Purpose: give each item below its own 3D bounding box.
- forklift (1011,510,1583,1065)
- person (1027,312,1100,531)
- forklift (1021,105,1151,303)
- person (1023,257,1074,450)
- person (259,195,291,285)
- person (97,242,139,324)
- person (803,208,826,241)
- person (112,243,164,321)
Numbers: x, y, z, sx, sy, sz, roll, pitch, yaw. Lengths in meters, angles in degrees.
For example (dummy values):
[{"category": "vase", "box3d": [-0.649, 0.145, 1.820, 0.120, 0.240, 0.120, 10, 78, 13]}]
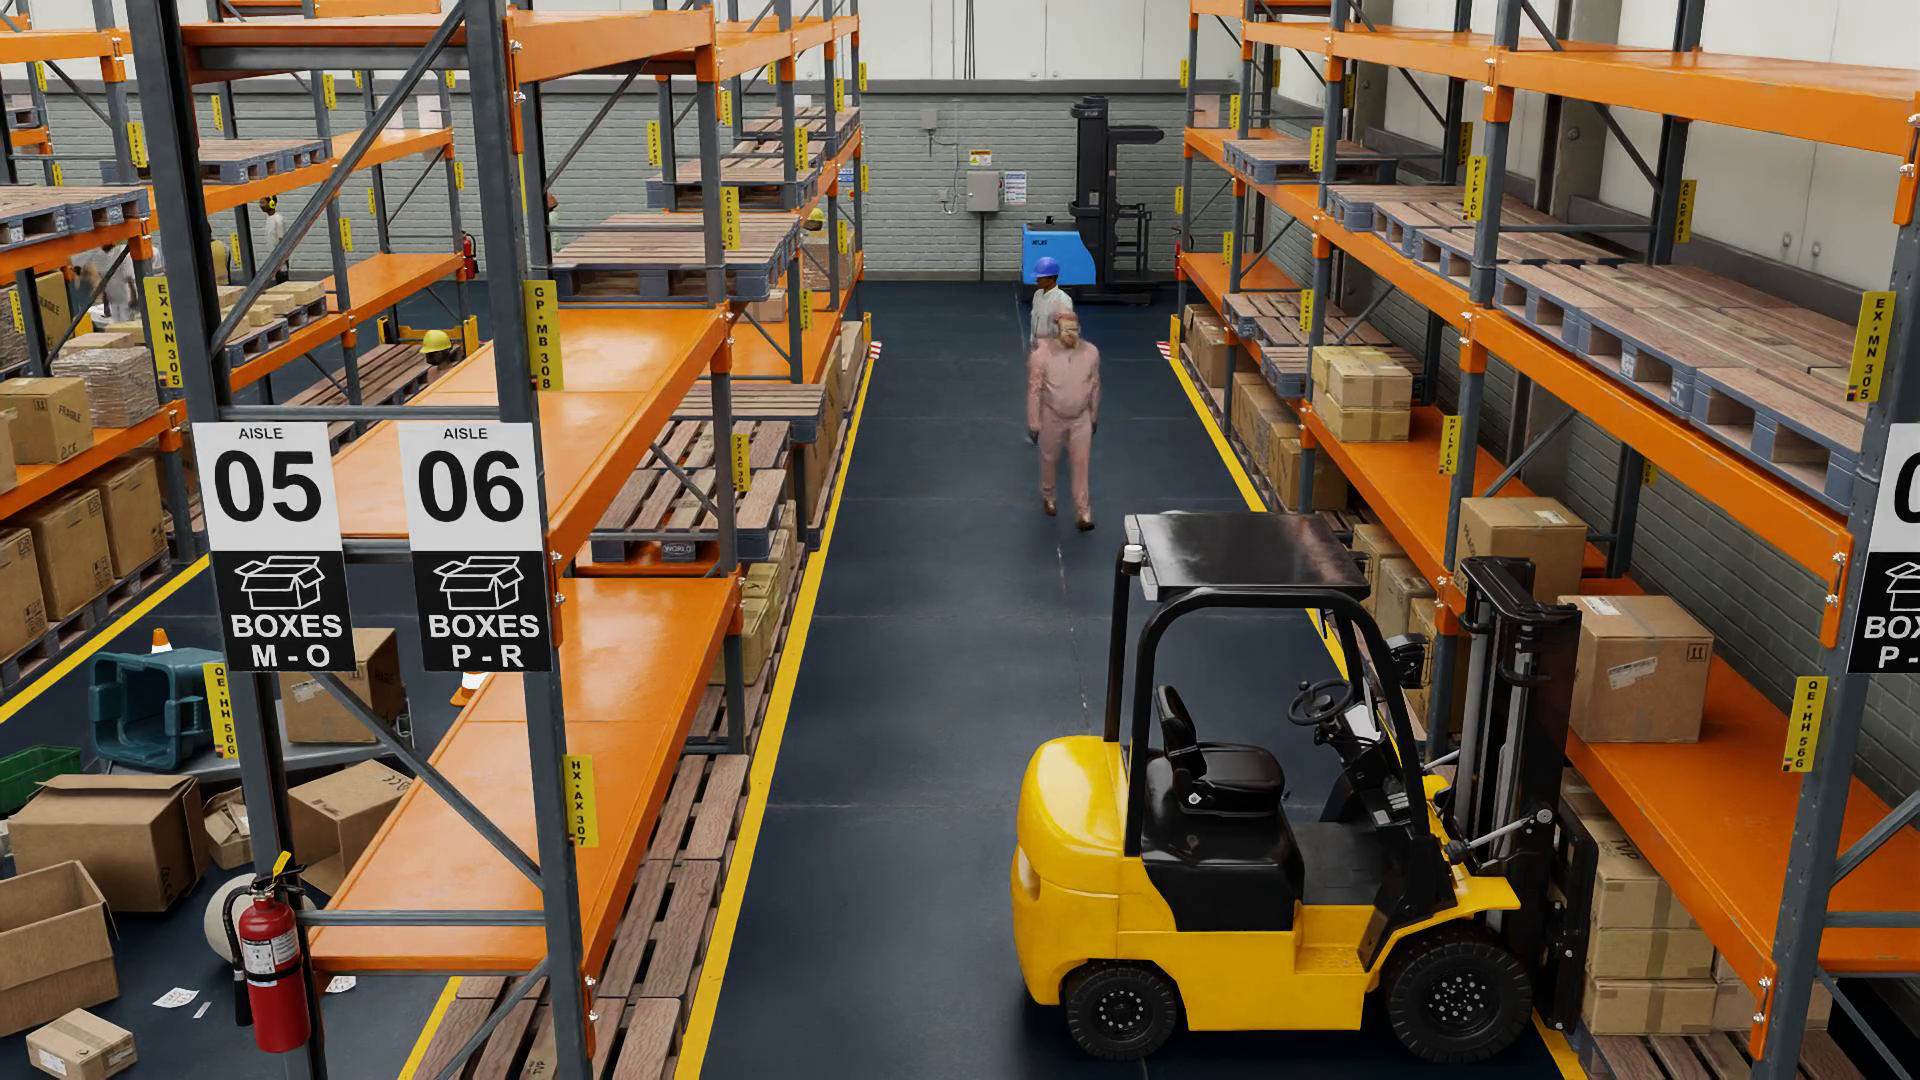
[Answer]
[{"category": "forklift", "box3d": [1.387, 1.055, 7.378, 2.313, 2.155, 1.214, 0, 18, 0]}, {"category": "person", "box3d": [0.897, -1.024, 14.197, 0.672, 1.849, 1.010, -4, 19, -11]}, {"category": "forklift", "box3d": [1.857, -4.944, 24.441, 1.873, 2.768, 1.129, 0, 18, 0]}, {"category": "person", "box3d": [0.881, -1.848, 16.545, 0.407, 1.942, 0.615, -11, 21, -30]}, {"category": "person", "box3d": [-9.251, -3.798, 22.587, 0.330, 1.860, 0.504, -14, 23, -36]}, {"category": "person", "box3d": [-9.837, -2.806, 19.607, 0.573, 1.846, 0.576, 7, 20, 21]}, {"category": "person", "box3d": [-1.896, -3.477, 21.809, 0.325, 1.729, 0.494, -1, 18, -3]}, {"category": "person", "box3d": [-9.658, -2.860, 19.635, 0.544, 1.929, 0.389, -7, 20, -21]}]
